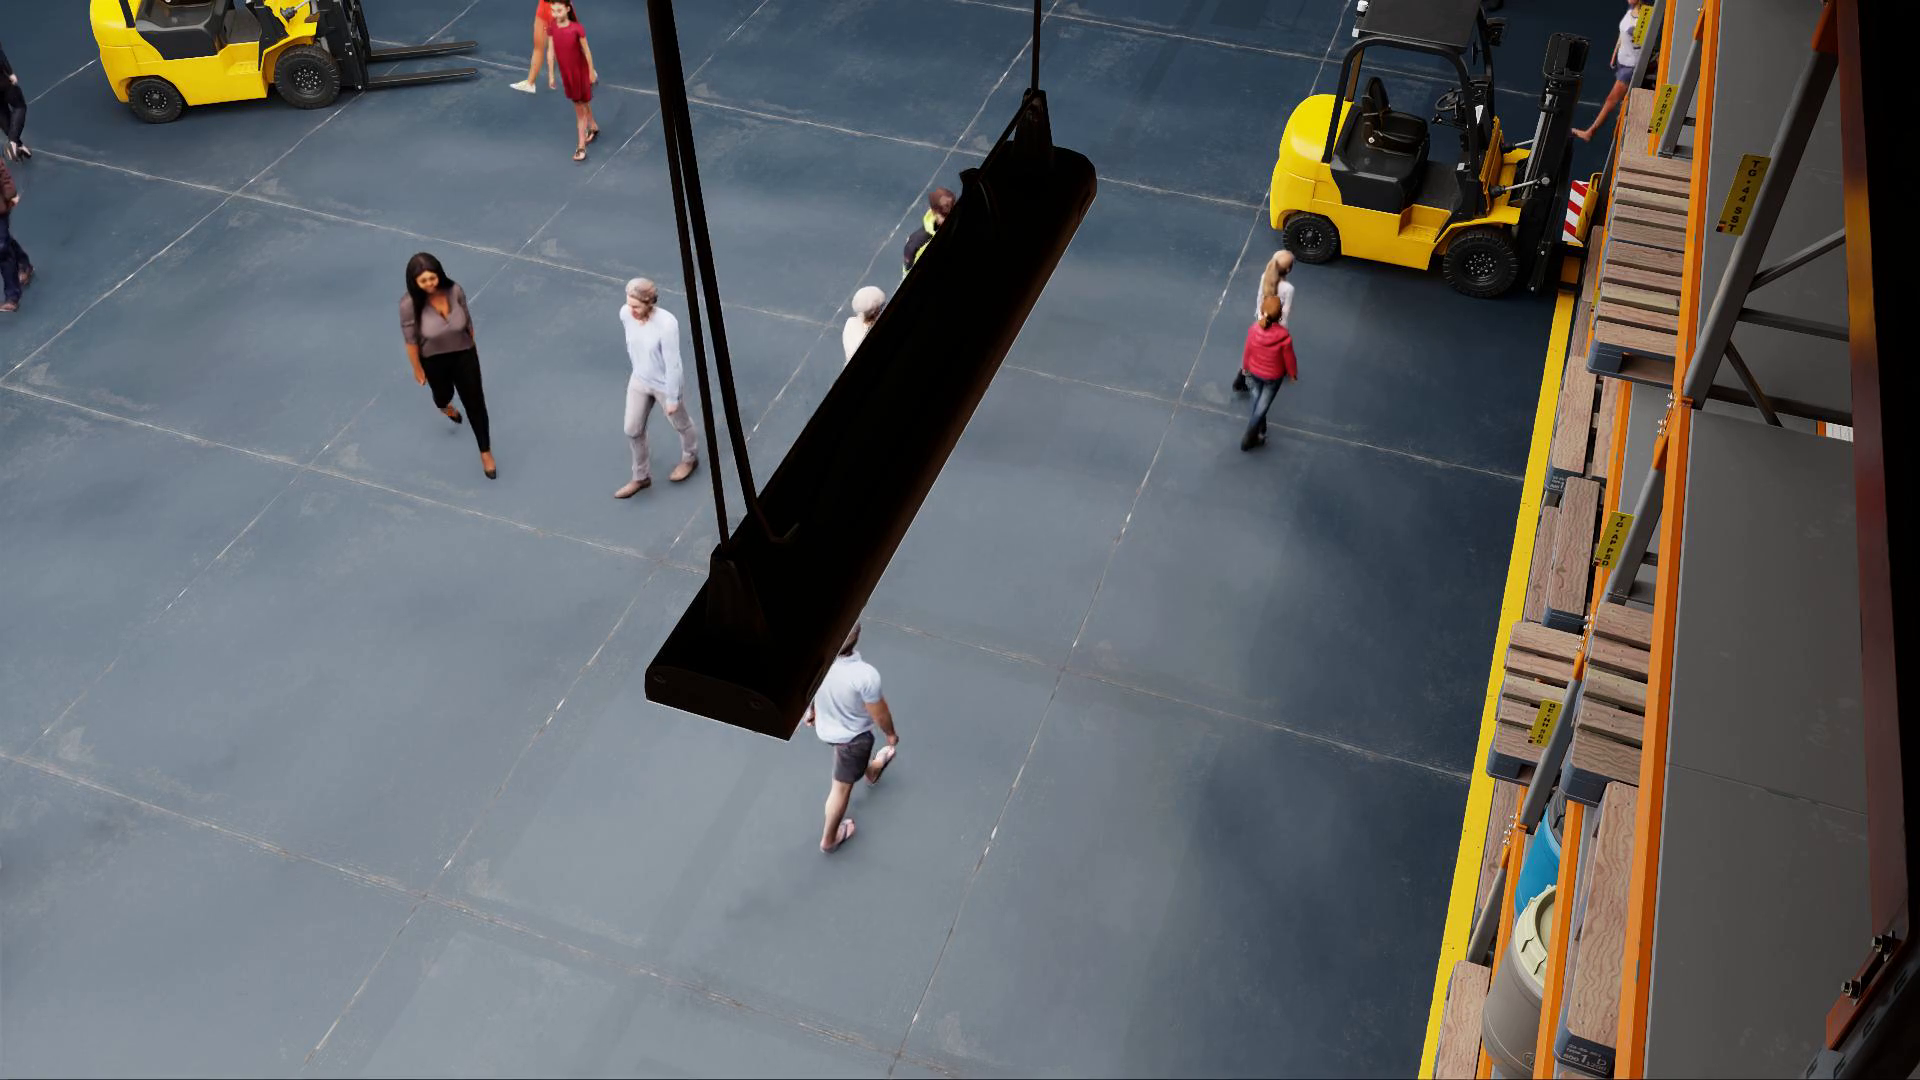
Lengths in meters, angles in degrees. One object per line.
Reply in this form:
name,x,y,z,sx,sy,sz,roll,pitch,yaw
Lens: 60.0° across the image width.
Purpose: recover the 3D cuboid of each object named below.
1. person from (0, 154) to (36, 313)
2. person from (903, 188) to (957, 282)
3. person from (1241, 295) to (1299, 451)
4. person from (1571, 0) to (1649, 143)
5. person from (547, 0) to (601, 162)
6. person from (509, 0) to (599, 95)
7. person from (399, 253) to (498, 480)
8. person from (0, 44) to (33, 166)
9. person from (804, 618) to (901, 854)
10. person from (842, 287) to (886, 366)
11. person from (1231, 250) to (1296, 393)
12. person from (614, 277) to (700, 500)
person,-8.017,-2.830,13.650,1.055,1.806,1.246,-3,44,-4
person,-0.173,-1.864,12.525,1.033,1.959,1.093,-20,47,-20
person,2.228,-1.202,12.309,0.741,1.297,0.658,-34,53,-31
person,6.342,-4.439,15.502,0.943,1.580,1.050,-8,44,-8
person,-3.571,-4.401,15.504,0.622,1.523,0.933,9,44,9
person,-3.851,-5.179,16.157,1.191,1.749,0.985,-27,50,-25
person,-3.750,-1.343,12.092,1.167,1.801,1.163,-23,48,-22
person,-8.807,-4.140,15.101,0.729,1.700,0.828,0,44,0
person,-0.721,1.133,9.491,0.918,1.803,1.145,30,51,27
person,-0.760,-0.968,11.760,1.098,1.717,1.107,-9,44,-9
person,2.359,-1.666,12.821,0.951,1.263,0.750,-34,53,-30
person,-2.087,-1.165,11.860,0.811,1.865,1.003,26,49,25
